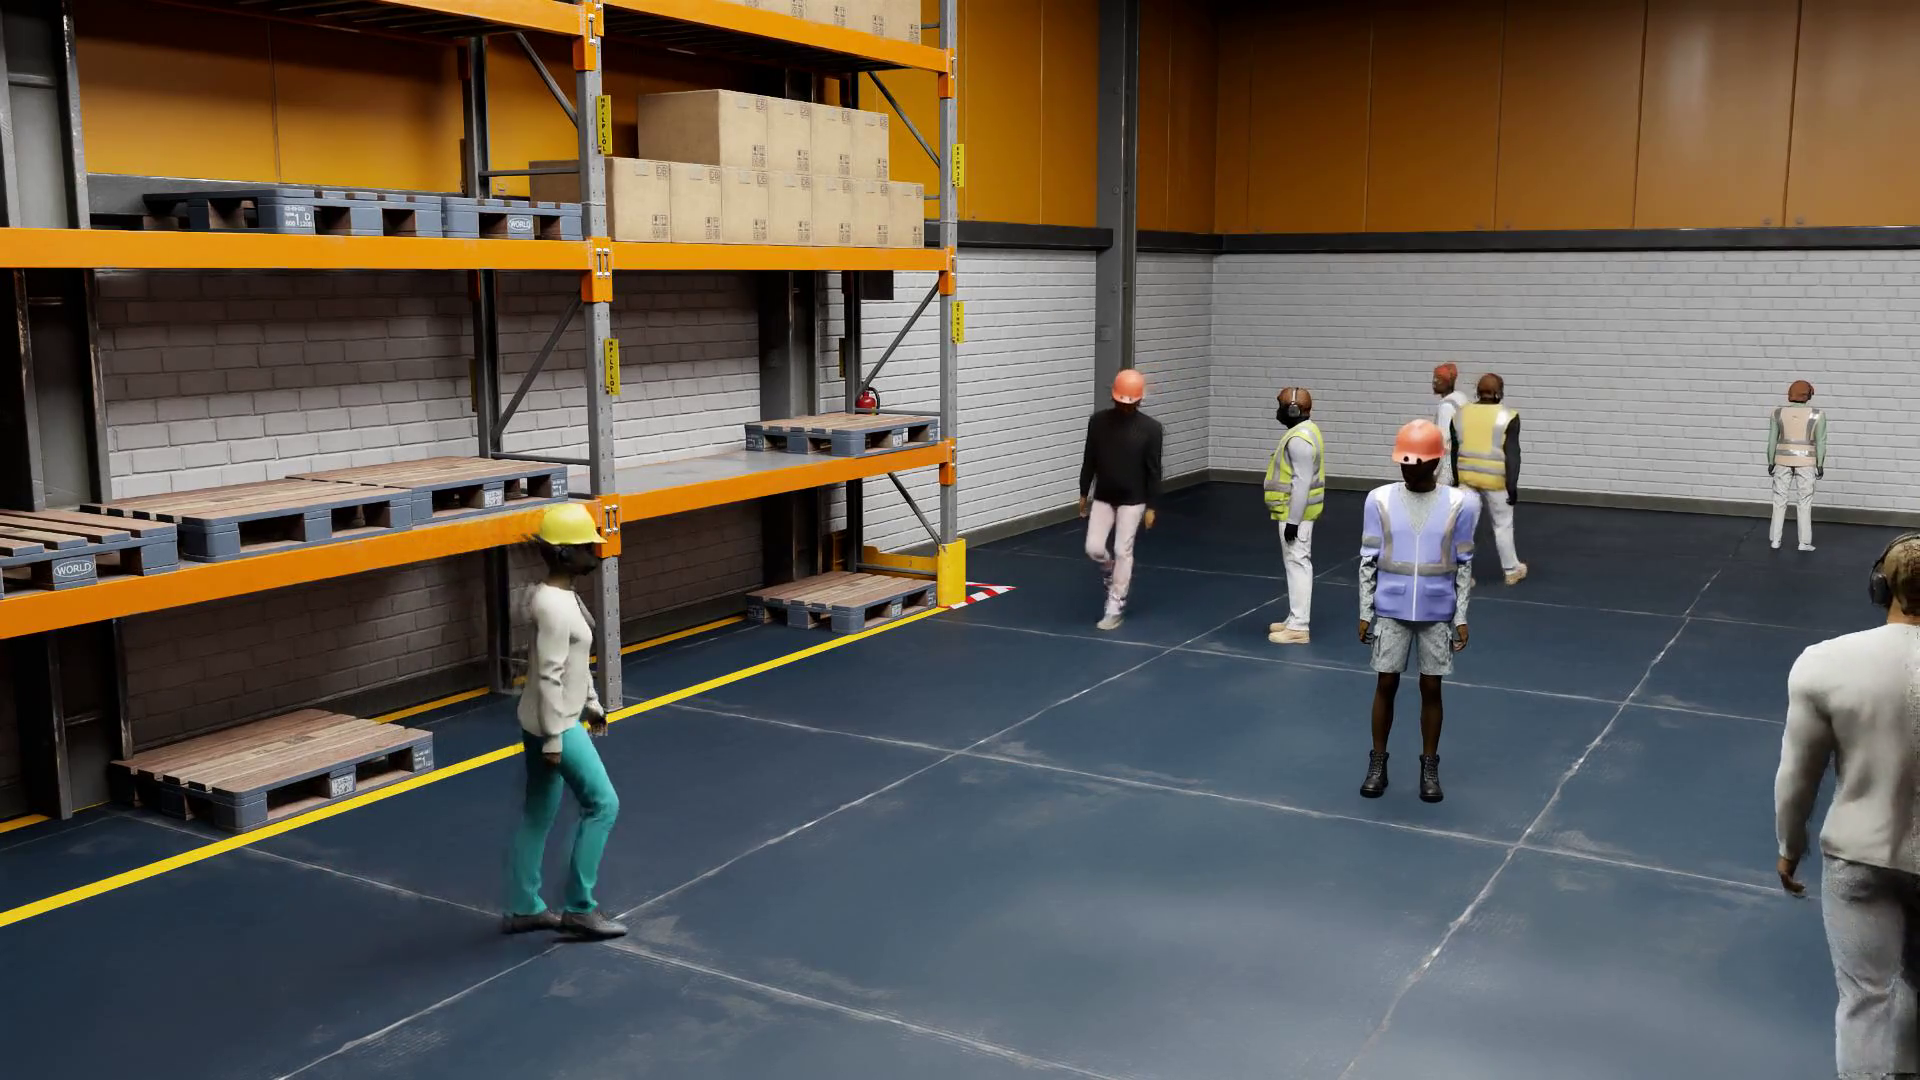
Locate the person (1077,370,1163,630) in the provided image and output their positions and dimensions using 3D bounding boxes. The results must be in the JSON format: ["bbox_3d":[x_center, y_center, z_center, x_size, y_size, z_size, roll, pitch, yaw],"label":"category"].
[{"bbox_3d":[1.180,-0.300,12.372,0.689,1.950,0.566,5,11,30],"label":"person"}]

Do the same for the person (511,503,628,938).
[{"bbox_3d":[-1.547,0.727,6.600,0.592,1.750,0.531,-3,10,-19],"label":"person"}]

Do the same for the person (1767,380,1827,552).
[{"bbox_3d":[7.967,-0.703,15.860,0.513,1.640,0.309,8,12,40],"label":"person"}]

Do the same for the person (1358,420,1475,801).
[{"bbox_3d":[2.275,0.357,8.335,0.551,1.928,0.374,3,9,16],"label":"person"}]

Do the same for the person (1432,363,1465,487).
[{"bbox_3d":[4.490,-0.711,15.298,0.372,1.833,0.671,4,10,24],"label":"person"}]

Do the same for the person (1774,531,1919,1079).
[{"bbox_3d":[2.744,0.917,4.891,0.660,1.910,0.803,4,10,21],"label":"person"}]

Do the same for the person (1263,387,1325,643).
[{"bbox_3d":[2.397,-0.181,11.971,0.429,1.841,0.634,2,9,14],"label":"person"}]

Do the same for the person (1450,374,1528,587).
[{"bbox_3d":[4.494,-0.496,14.046,0.657,1.807,0.842,9,13,44],"label":"person"}]
